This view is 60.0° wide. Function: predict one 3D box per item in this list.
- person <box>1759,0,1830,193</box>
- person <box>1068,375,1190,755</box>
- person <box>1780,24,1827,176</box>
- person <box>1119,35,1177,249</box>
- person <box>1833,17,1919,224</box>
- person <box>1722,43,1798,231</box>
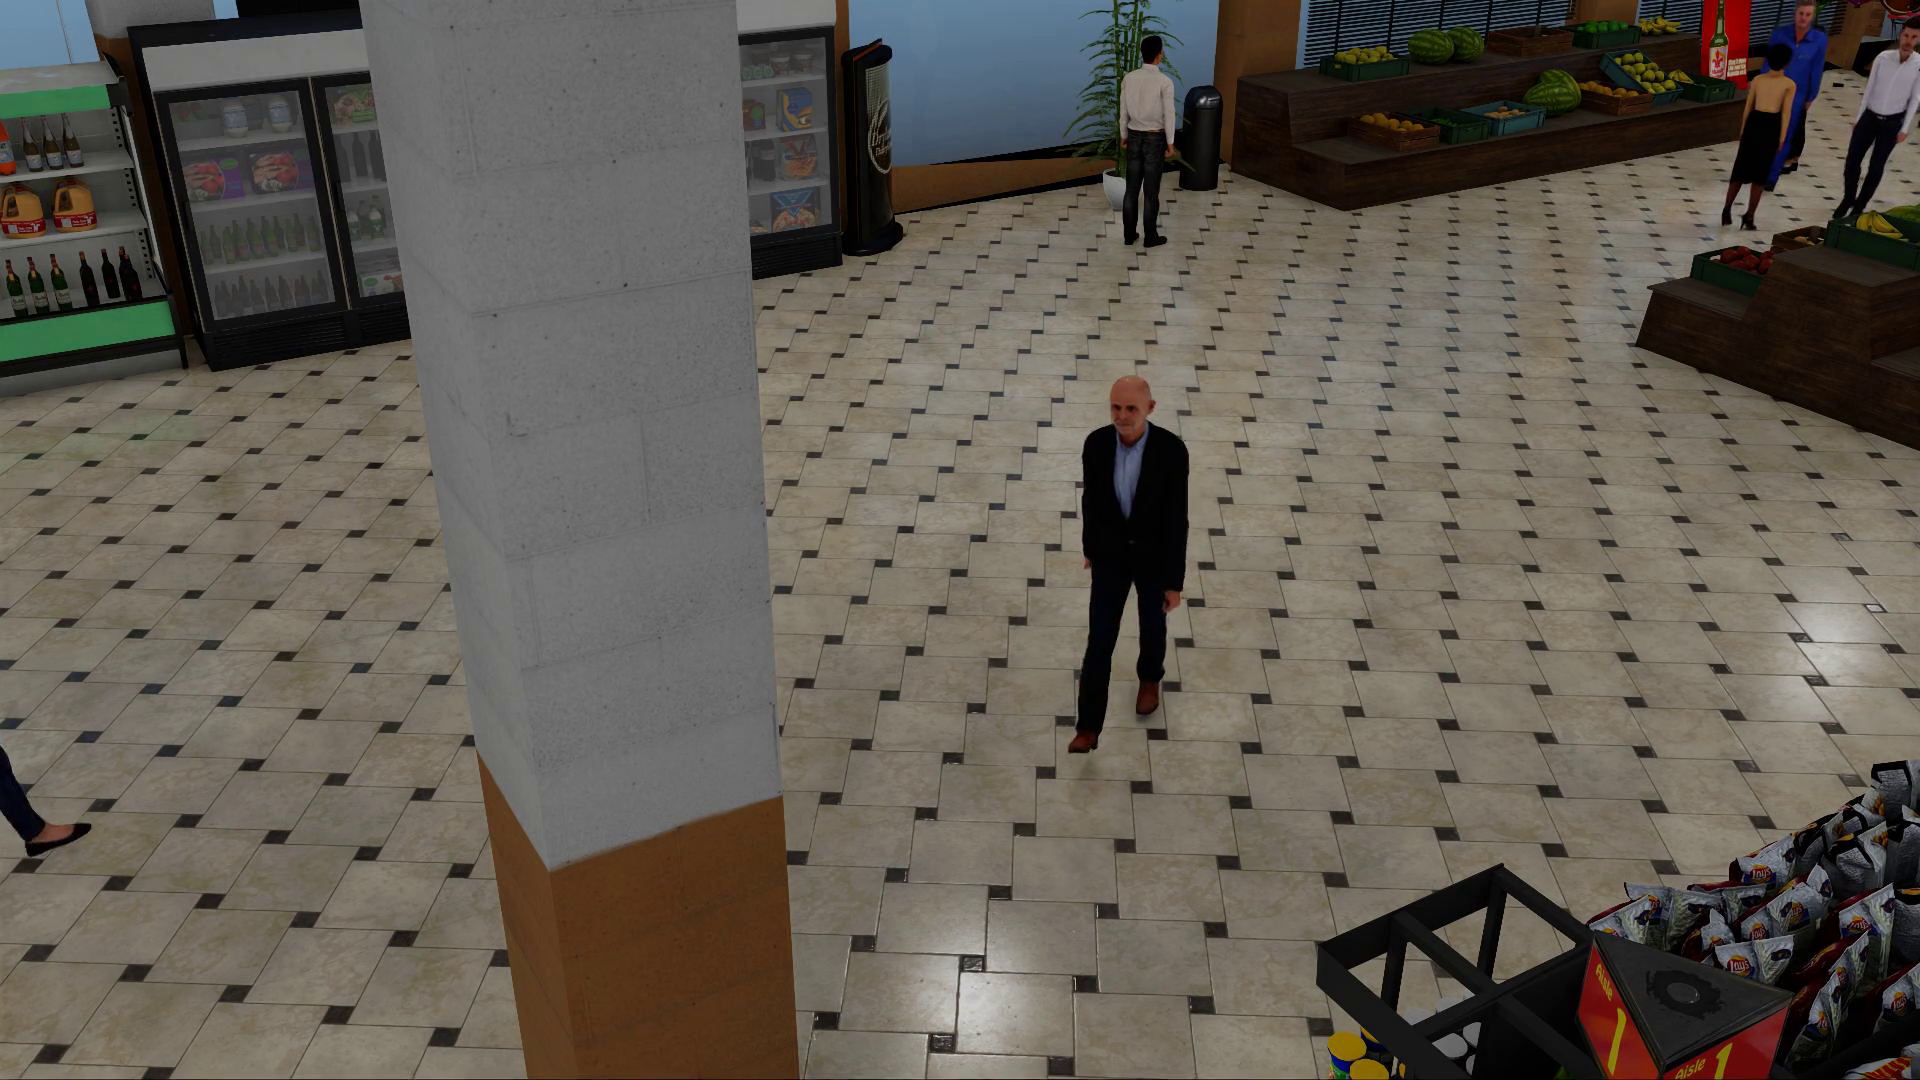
[{"bbox_3d":[8.103,-4.373,16.323,1.045,1.781,1.301,16,31,28],"label":"person"},{"bbox_3d":[0.829,0.056,7.617,1.148,1.754,1.236,8,28,15],"label":"person"},{"bbox_3d":[8.516,-4.468,16.848,0.505,1.475,0.677,-21,34,-35],"label":"person"},{"bbox_3d":[1.621,-3.473,14.515,0.747,1.810,0.729,16,31,28],"label":"person"},{"bbox_3d":[8.455,-3.836,15.181,0.758,1.856,0.773,21,33,35],"label":"person"},{"bbox_3d":[7.213,-3.627,14.999,0.628,1.647,0.634,24,35,39],"label":"person"}]
